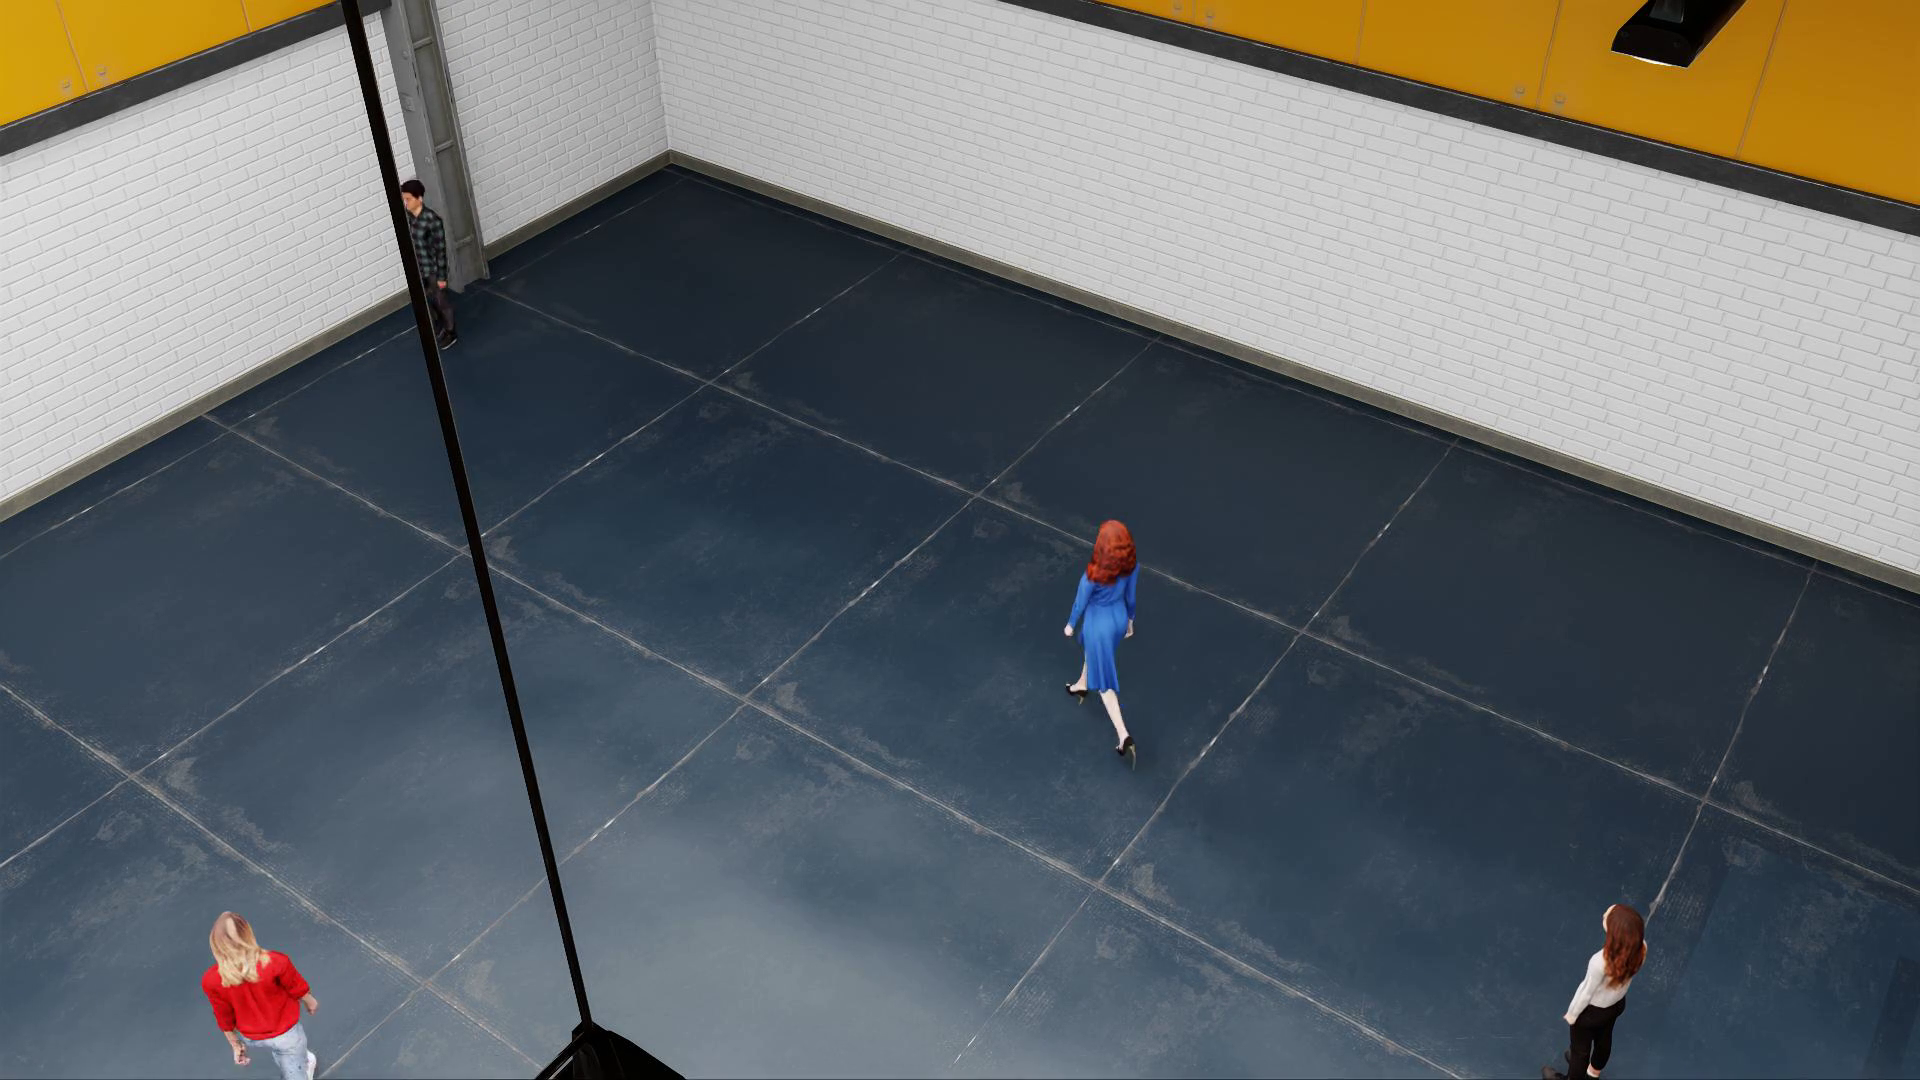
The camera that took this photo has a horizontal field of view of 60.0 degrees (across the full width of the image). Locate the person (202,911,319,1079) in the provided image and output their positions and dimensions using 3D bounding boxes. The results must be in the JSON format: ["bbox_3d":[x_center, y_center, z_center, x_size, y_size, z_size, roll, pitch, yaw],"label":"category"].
[{"bbox_3d":[-3.654,2.668,8.828,1.081,1.674,1.147,-6,39,-7],"label":"person"}]

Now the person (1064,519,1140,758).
[{"bbox_3d":[1.003,0.690,11.214,1.141,1.786,0.941,-23,44,-26],"label":"person"}]

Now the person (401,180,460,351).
[{"bbox_3d":[-4.853,-2.579,15.336,0.707,1.707,0.587,22,43,25],"label":"person"}]

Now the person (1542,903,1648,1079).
[{"bbox_3d":[3.531,2.542,9.141,0.552,1.480,0.668,-19,42,-22],"label":"person"}]
